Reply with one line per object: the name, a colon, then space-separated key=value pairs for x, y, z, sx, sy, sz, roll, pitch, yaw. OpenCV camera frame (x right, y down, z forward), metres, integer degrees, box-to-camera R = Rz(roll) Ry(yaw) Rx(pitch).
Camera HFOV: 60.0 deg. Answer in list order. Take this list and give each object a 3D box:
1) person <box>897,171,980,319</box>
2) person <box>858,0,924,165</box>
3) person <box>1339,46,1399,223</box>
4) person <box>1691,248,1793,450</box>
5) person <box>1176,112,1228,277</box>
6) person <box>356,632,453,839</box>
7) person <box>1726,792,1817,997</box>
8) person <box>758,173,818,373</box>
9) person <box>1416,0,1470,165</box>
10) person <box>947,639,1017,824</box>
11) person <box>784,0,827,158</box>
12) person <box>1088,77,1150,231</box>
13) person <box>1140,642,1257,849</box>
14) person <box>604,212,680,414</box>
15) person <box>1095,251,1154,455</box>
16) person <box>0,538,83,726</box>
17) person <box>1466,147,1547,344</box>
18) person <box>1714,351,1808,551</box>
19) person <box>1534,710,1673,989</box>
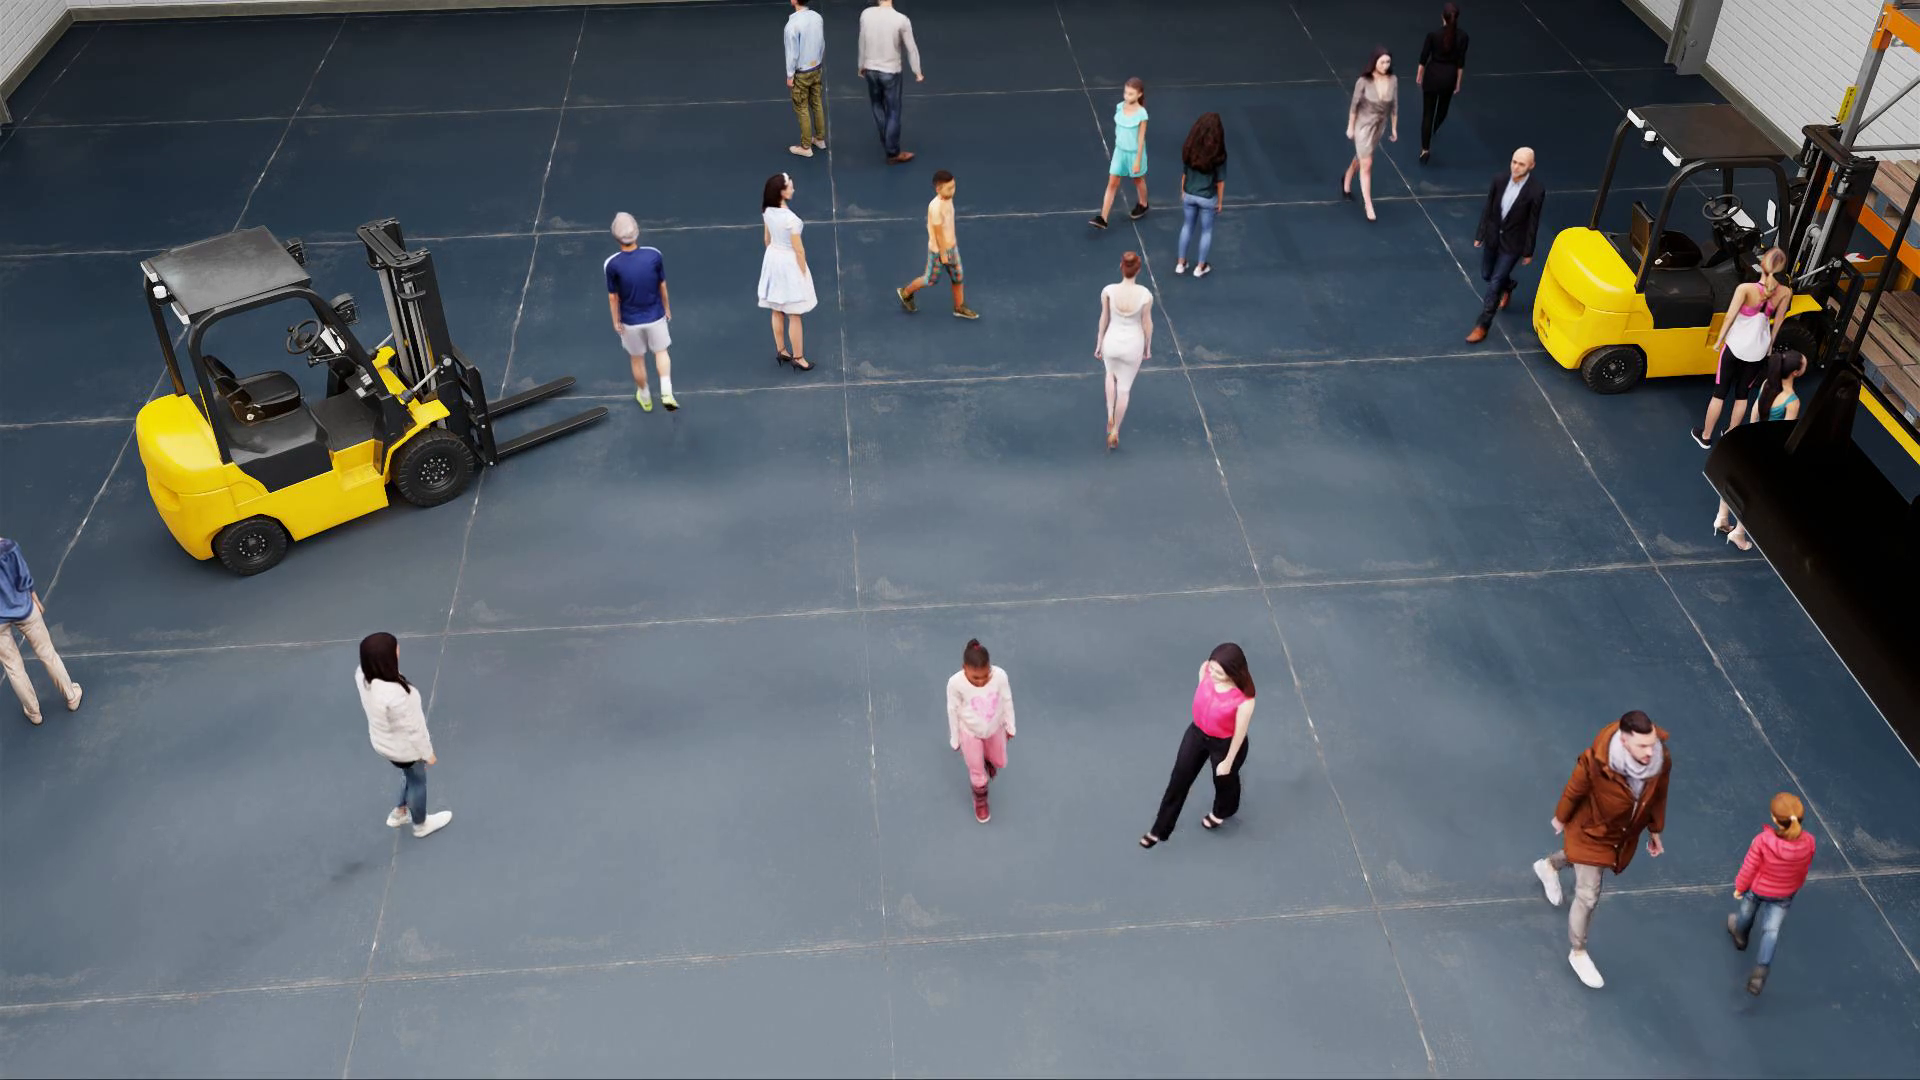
person: x=-0.235 y=-2.627 z=14.898 sx=0.895 sy=1.434 sz=0.983 roll=16 pitch=41 yaw=19
person: x=-0.820 y=-4.835 z=17.308 sx=0.978 sy=1.878 sz=0.971 roll=19 pitch=43 yaw=23
person: x=4.036 y=-4.085 z=16.512 sx=0.745 sy=1.700 sz=1.126 roll=-10 pitch=40 yaw=-12
person: x=6.237 y=-1.509 z=13.216 sx=0.638 sy=1.788 sz=0.575 roll=3 pitch=39 yaw=4
person: x=2.213 y=-3.202 z=15.479 sx=0.706 sy=1.609 sz=0.743 roll=18 pitch=42 yaw=22
person: x=-3.410 y=1.213 z=9.936 sx=0.759 sy=1.627 sz=0.826 roll=31 pitch=48 yaw=32
person: x=4.515 y=1.997 z=9.231 sx=0.704 sy=1.282 sz=0.950 roll=12 pitch=40 yaw=15
person: x=-1.481 y=-2.257 z=14.132 sx=0.852 sy=1.812 sz=0.916 roll=31 pitch=48 yaw=33
person: x=5.010 y=-4.721 z=17.375 sx=0.750 sy=1.616 sz=1.109 roll=5 pitch=39 yaw=6
person: x=0.117 y=1.084 z=10.246 sx=0.601 sy=1.441 sz=0.733 roll=-8 pitch=39 yaw=-10
person: x=-1.627 y=-4.943 z=17.497 sx=0.818 sy=1.811 sz=0.744 roll=25 pitch=45 yaw=28
person: x=1.719 y=-3.800 z=16.304 sx=1.048 sy=1.514 sz=1.054 roll=32 pitch=48 yaw=33
person: x=1.593 y=1.187 z=9.968 sx=0.975 sy=1.629 sz=0.983 roll=-26 pitch=45 yaw=-29
person: x=-2.564 y=-1.782 z=13.529 sx=0.784 sy=1.823 sz=0.945 roll=-14 pitch=41 yaw=-17
person: x=1.260 y=-1.443 z=13.138 sx=0.692 sy=1.782 sz=0.754 roll=10 pitch=40 yaw=12
person: x=-6.185 y=0.484 z=10.793 sx=0.704 sy=1.697 sz=0.713 roll=-22 pitch=44 yaw=-25
person: x=4.840 y=-2.654 z=14.655 sx=1.162 sy=1.781 sz=1.149 roll=-32 pitch=48 yaw=-33
person: x=5.907 y=-0.670 z=12.246 sx=0.642 sy=1.687 sz=0.477 roll=-10 pitch=40 yaw=-12
person: x=3.564 y=1.573 z=9.345 sx=0.858 sy=1.802 sz=1.185 roll=-10 pitch=40 yaw=-13
